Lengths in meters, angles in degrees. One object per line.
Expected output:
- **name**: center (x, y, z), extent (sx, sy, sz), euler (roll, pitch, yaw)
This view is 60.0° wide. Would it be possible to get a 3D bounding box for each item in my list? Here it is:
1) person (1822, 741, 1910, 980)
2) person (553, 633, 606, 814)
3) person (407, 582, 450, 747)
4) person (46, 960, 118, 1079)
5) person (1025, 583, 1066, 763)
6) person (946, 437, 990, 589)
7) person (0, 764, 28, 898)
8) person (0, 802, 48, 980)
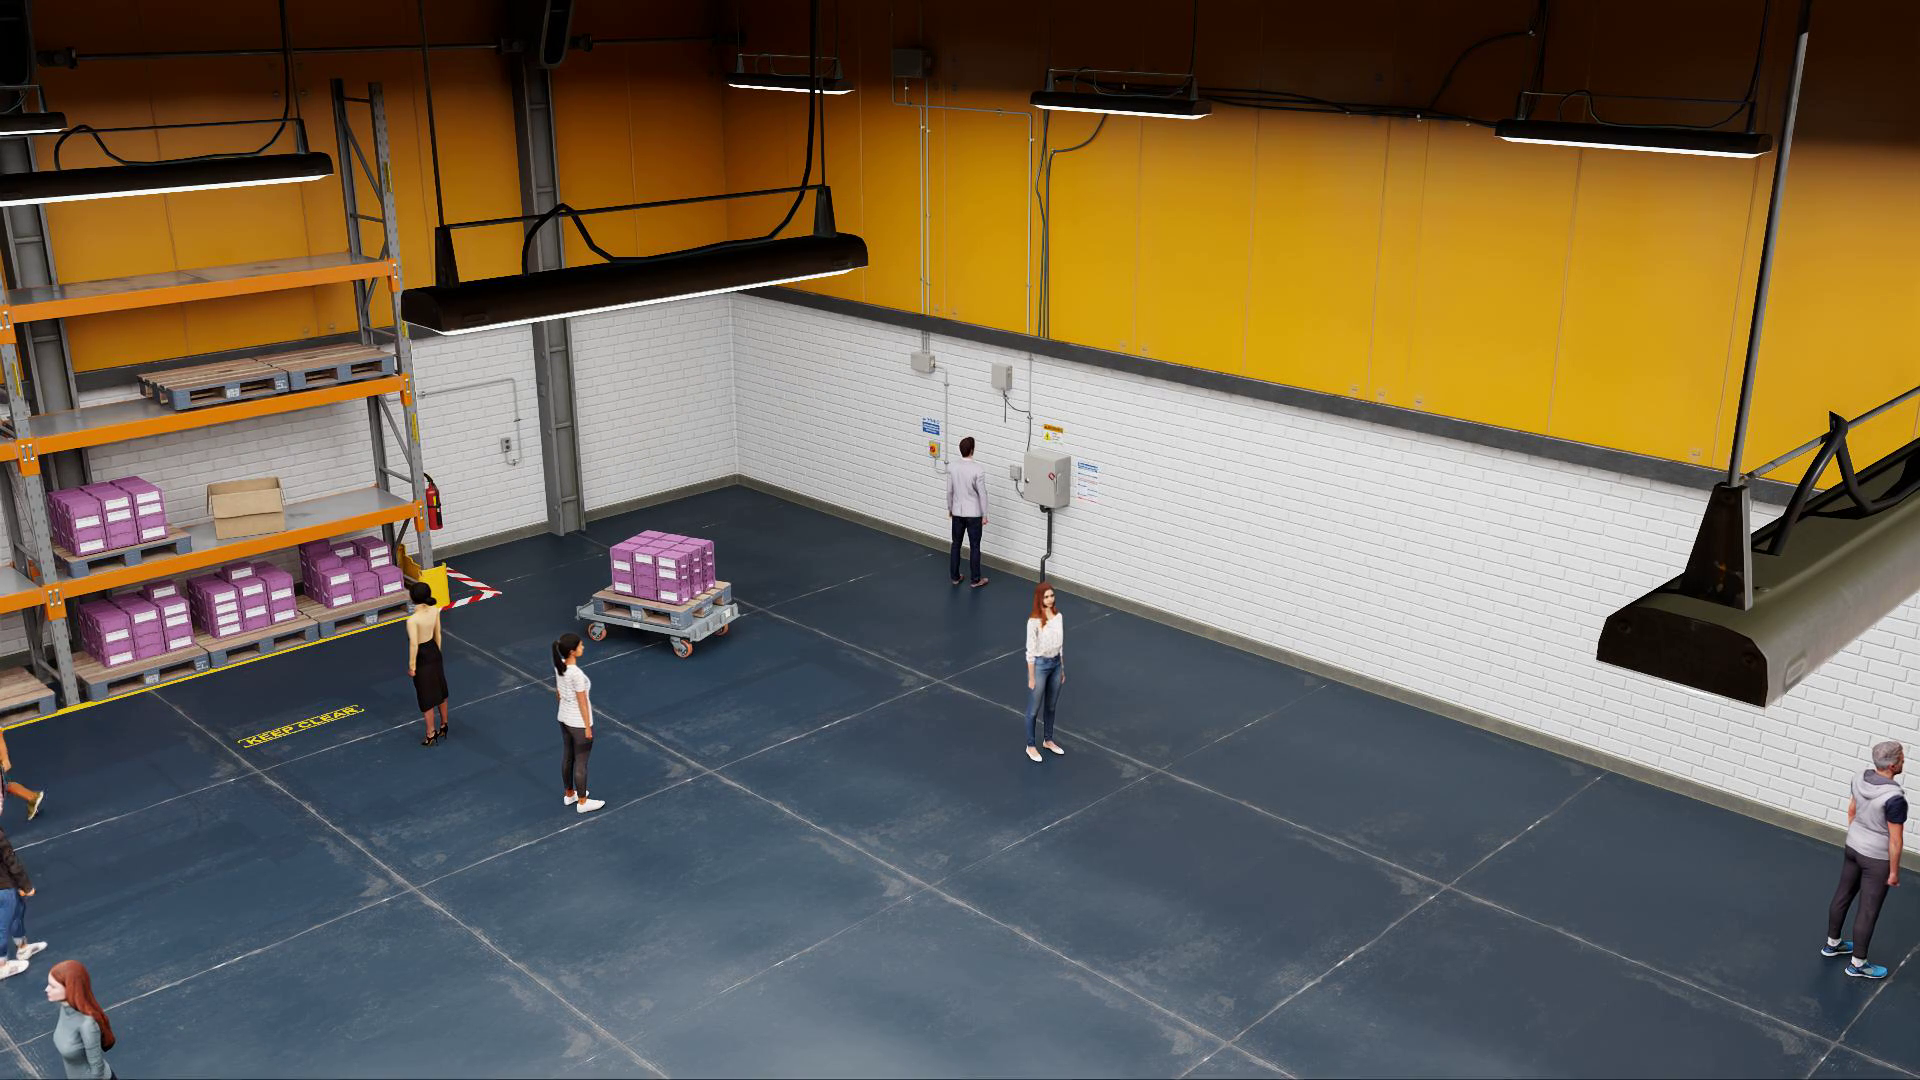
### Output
- **person**: center (6.702, 2.321, 12.270), extent (0.792, 1.830, 0.771), euler (-2, 19, -7)
- **person**: center (-3.408, 1.597, 14.711), extent (0.526, 1.645, 0.577), euler (-16, 24, -39)
- **person**: center (-5.112, 1.176, 15.949), extent (0.700, 1.653, 0.587), euler (8, 20, 22)
- **person**: center (-5.075, 3.222, 9.732), extent (0.552, 1.743, 0.584), euler (-15, 24, -38)
- **person**: center (0.793, 1.219, 15.702), extent (0.498, 1.729, 0.670), euler (-13, 22, -33)
- **person**: center (0.077, -0.348, 20.166), extent (0.744, 1.850, 0.678), euler (9, 21, 25)
- **person**: center (-7.827, 2.012, 13.224), extent (0.577, 1.808, 0.673), euler (-17, 25, -40)
- **person**: center (-7.092, 2.549, 12.165), extent (0.647, 1.466, 0.724), euler (12, 22, 31)
